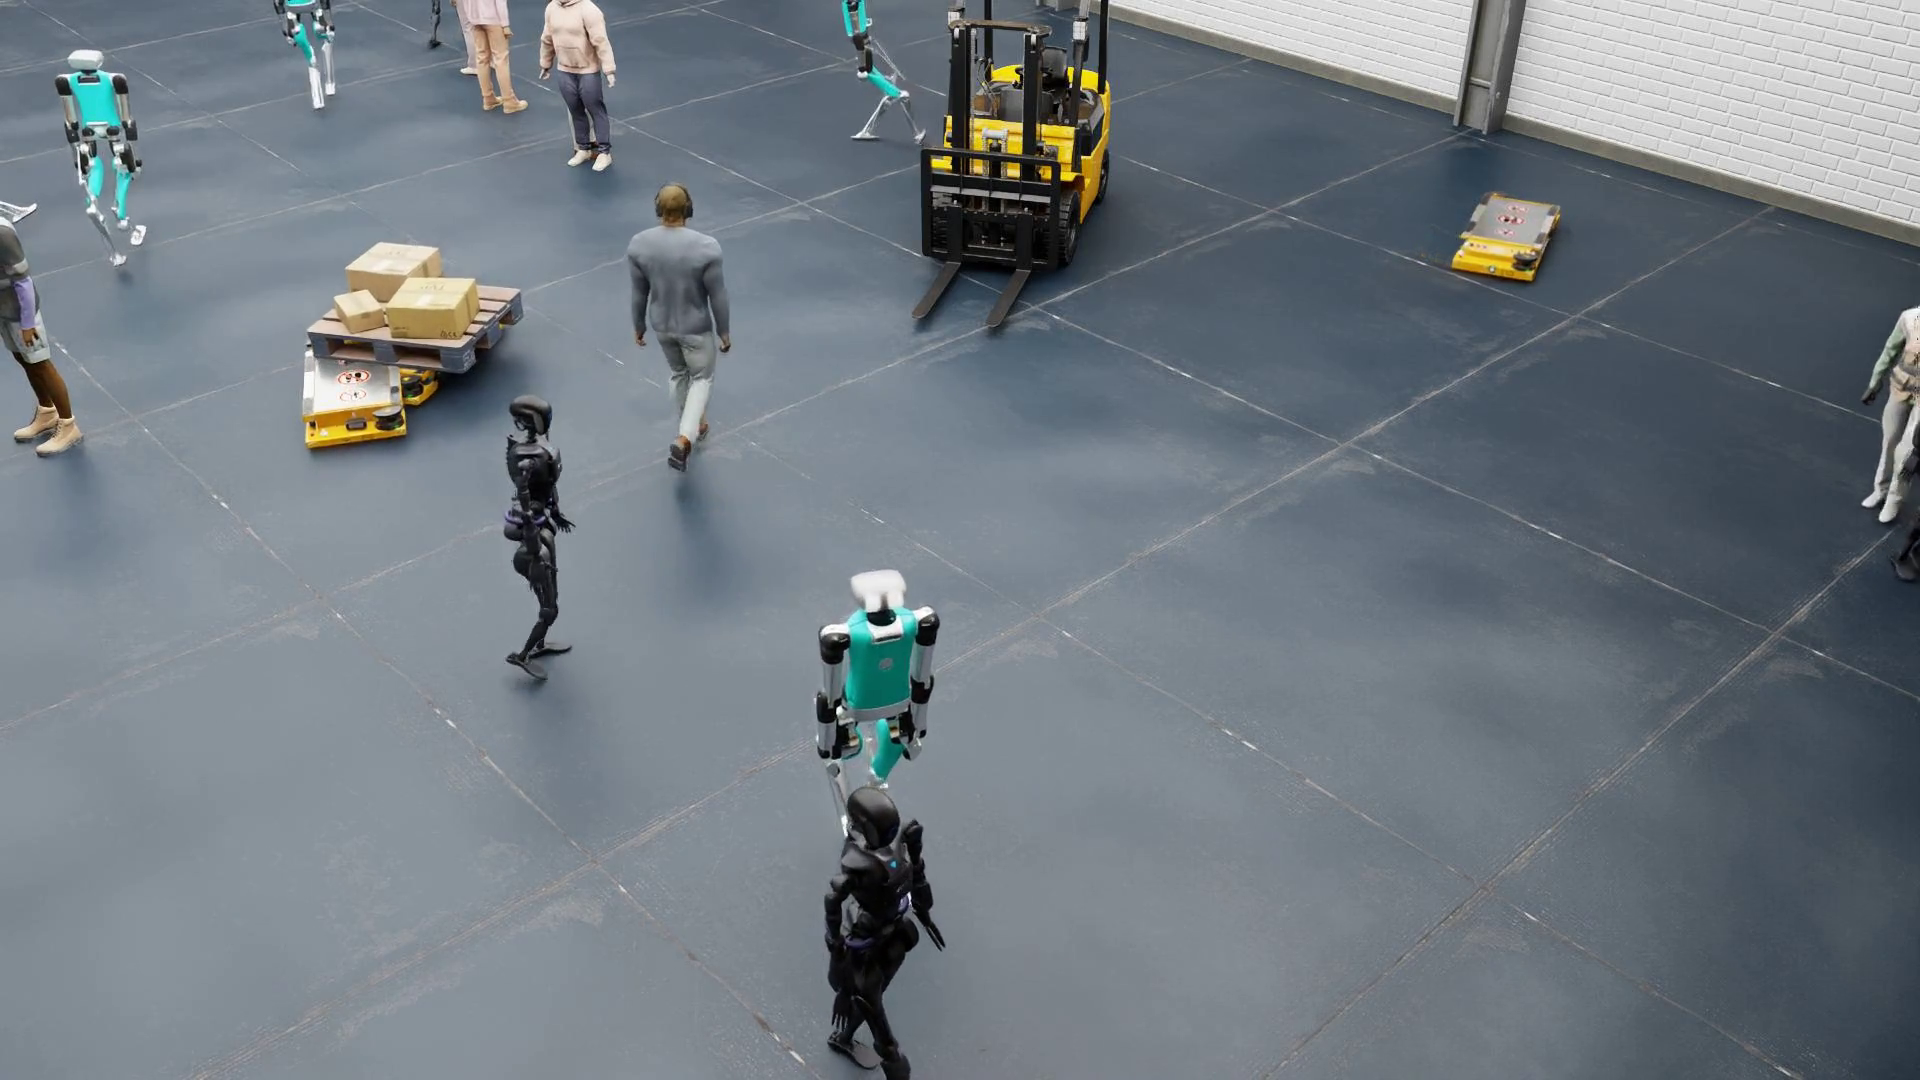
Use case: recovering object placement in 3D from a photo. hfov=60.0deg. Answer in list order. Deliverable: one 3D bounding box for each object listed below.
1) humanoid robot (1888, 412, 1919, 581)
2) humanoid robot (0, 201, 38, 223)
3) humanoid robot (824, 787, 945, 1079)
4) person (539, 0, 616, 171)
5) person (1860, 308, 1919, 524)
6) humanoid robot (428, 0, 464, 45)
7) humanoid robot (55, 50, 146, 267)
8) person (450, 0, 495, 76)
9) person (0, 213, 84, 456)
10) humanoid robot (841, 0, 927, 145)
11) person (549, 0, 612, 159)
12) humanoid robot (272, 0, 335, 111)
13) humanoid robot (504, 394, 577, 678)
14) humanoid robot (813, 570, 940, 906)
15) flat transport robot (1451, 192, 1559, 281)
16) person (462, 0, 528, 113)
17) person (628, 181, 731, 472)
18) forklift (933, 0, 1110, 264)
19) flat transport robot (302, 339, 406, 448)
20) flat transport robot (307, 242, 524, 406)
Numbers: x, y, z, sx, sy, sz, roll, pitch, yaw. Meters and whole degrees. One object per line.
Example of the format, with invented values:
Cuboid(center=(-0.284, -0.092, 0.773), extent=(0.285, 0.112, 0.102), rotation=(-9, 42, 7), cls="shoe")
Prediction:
Cuboid(center=(5.837, -0.508, 9.672), extent=(0.585, 1.647, 0.481), rotation=(-1, 33, -2), cls="humanoid robot")
Cuboid(center=(-8.564, -3.396, 14.046), extent=(1.029, 1.726, 0.537), rotation=(-14, 36, -20), cls="humanoid robot")
Cuboid(center=(-0.273, 1.590, 6.468), extent=(0.747, 1.630, 0.588), rotation=(22, 39, 30), cls="humanoid robot")
Cuboid(center=(-3.539, -4.395, 15.478), extent=(0.813, 1.854, 0.431), rotation=(12, 35, 18), cls="person")
Cuboid(center=(5.861, -0.856, 10.240), extent=(0.520, 1.623, 0.523), rotation=(-21, 38, -29), cls="person")
Cuboid(center=(-5.911, -6.497, 18.927), extent=(0.613, 1.635, 0.794), rotation=(8, 34, 12), cls="humanoid robot")
Cuboid(center=(-6.939, -3.023, 13.515), extent=(0.559, 1.753, 1.060), rotation=(-8, 34, -12), cls="humanoid robot")
Cuboid(center=(-5.288, -5.916, 17.900), extent=(0.334, 1.759, 0.526), rotation=(25, 40, 33), cls="person")
Cuboid(center=(-6.232, -1.511, 10.878), extent=(0.604, 2.038, 0.390), rotation=(27, 42, 35), cls="person")
Cuboid(center=(-0.691, -4.595, 15.944), extent=(0.909, 1.825, 0.572), rotation=(-3, 33, -5), cls="humanoid robot")
Cuboid(center=(-3.617, -4.565, 15.719), extent=(0.403, 1.876, 0.553), rotation=(4, 33, 7), cls="person")
Cuboid(center=(-6.655, -5.294, 16.995), extent=(0.539, 1.757, 1.022), rotation=(-7, 34, -11), cls="humanoid robot")
Cuboid(center=(-2.306, -0.046, 8.963), extent=(0.406, 1.643, 0.599), rotation=(-1, 33, -1), cls="humanoid robot")
Cuboid(center=(-0.438, 0.810, 7.599), extent=(0.554, 1.784, 0.875), rotation=(-12, 35, -18), cls="humanoid robot")
Cuboid(center=(4.665, -2.595, 14.161), extent=(0.659, 0.231, 1.431), rotation=(14, 36, 21), cls="flat transport robot")
Cuboid(center=(-4.776, -5.220, 16.808), extent=(0.522, 1.781, 0.407), rotation=(17, 37, 24), cls="person")
Cuboid(center=(-1.821, -1.339, 10.737), extent=(0.671, 1.906, 0.748), rotation=(7, 34, 11), cls="person")
Cuboid(center=(0.570, -3.725, 14.138), extent=(1.214, 2.155, 2.313), rotation=(9, 34, 13), cls="forklift")
Cuboid(center=(-4.315, -1.098, 11.860), extent=(0.659, 0.231, 1.431), rotation=(-9, 34, -14), cls="flat transport robot")
Cuboid(center=(-3.989, -1.423, 12.360), extent=(0.659, 0.231, 1.431), rotation=(7, 34, 11), cls="flat transport robot")
